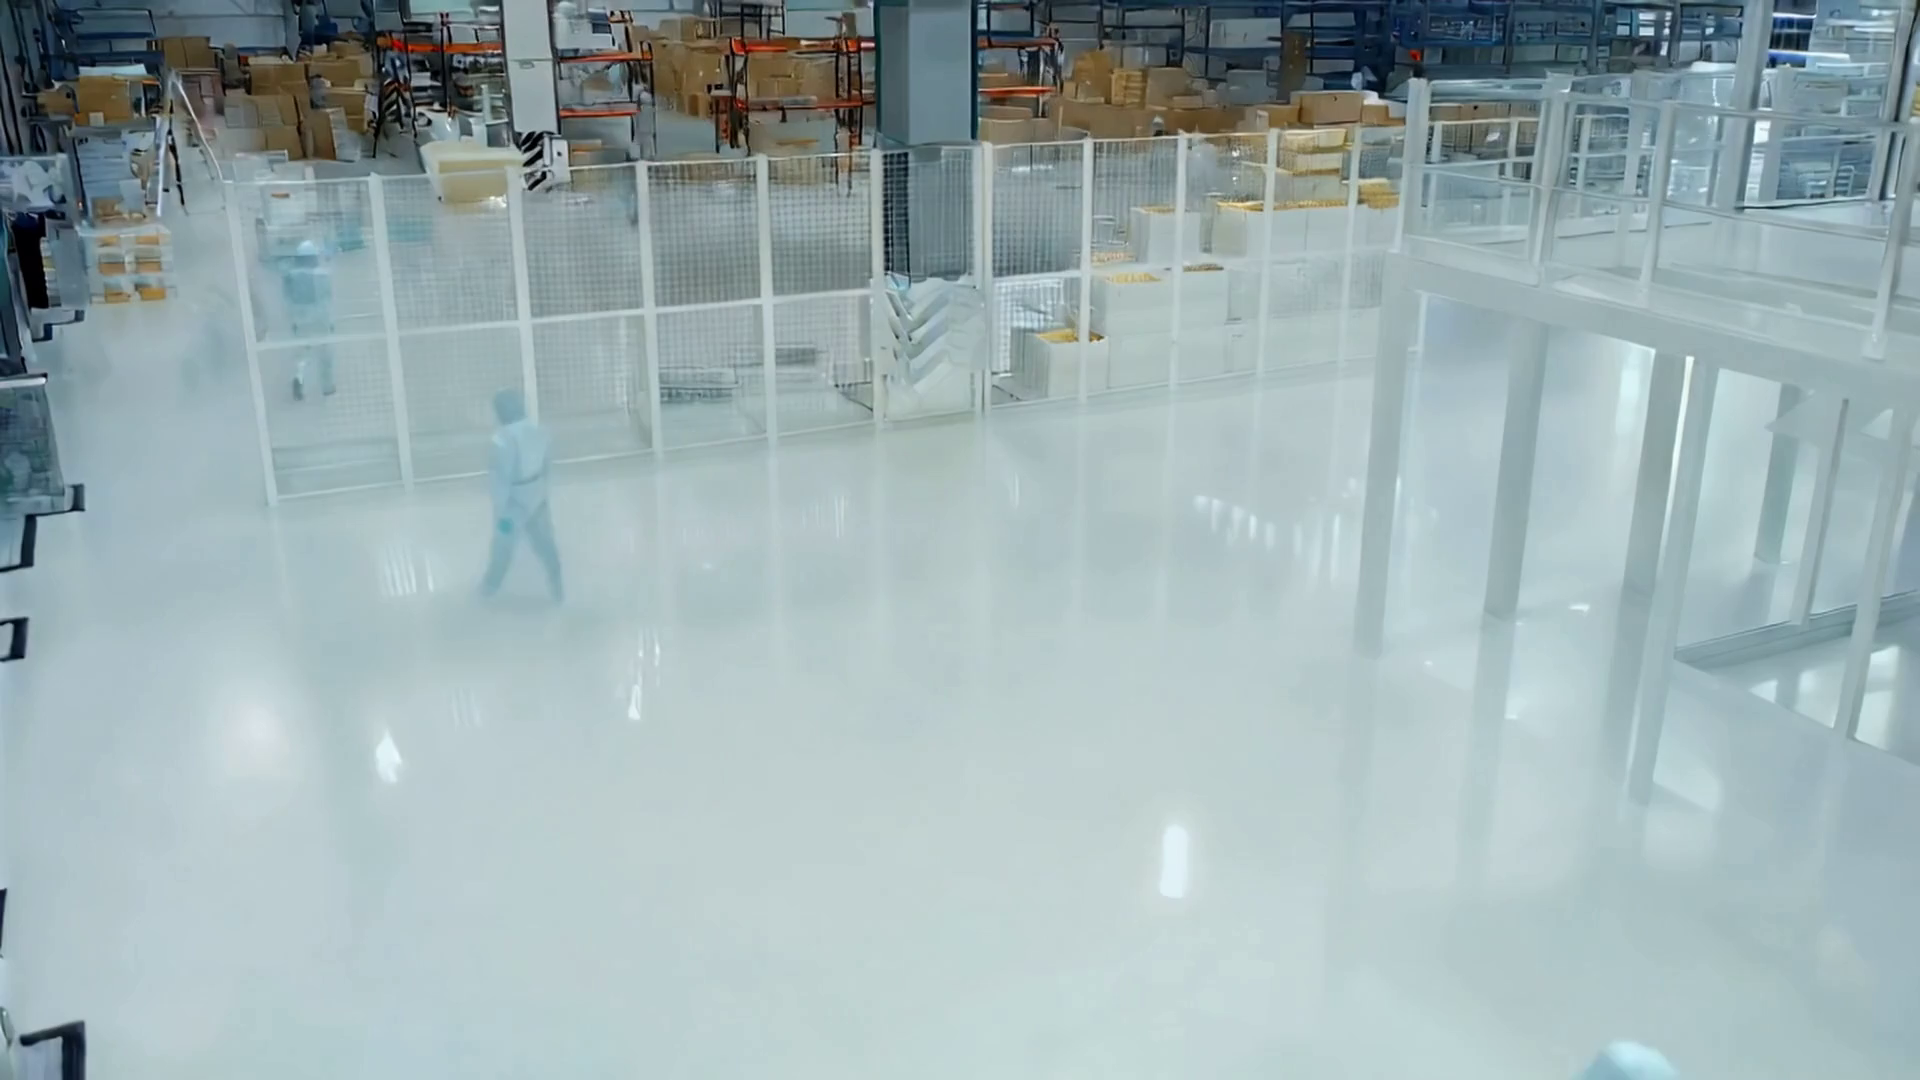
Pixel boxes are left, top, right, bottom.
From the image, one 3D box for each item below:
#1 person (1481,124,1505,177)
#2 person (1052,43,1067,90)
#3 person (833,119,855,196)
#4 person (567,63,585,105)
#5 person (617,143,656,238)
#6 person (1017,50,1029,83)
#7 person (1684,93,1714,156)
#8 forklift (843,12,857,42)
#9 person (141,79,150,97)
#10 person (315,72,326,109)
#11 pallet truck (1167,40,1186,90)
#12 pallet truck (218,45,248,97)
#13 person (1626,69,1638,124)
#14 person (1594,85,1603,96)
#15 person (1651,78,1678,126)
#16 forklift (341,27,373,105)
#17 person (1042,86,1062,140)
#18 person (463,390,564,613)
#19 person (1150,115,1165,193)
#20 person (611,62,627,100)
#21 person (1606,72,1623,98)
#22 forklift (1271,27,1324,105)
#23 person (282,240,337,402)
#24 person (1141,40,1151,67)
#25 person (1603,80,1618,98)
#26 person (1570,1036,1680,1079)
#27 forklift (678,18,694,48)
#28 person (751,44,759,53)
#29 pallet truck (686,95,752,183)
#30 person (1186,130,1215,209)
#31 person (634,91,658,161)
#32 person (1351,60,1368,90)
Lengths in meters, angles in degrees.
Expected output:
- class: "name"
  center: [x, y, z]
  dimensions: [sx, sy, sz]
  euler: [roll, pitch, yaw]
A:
- class: "person"
  center: [10.777, -7.455, 33.727]
  dimensions: [0.413, 1.919, 0.577]
  euler: [-15, 24, -36]
- class: "person"
  center: [4.194, -19.885, 69.803]
  dimensions: [0.598, 1.898, 0.720]
  euler: [-14, 24, -35]
- class: "person"
  center: [-2.607, -8.604, 37.415]
  dimensions: [0.534, 1.692, 0.321]
  euler: [5, 20, 15]
- class: "person"
  center: [-13.616, -16.135, 59.004]
  dimensions: [0.746, 1.861, 0.593]
  euler: [14, 23, 34]
- class: "person"
  center: [-6.065, -6.550, 31.296]
  dimensions: [0.938, 1.789, 0.636]
  euler: [18, 26, 42]
- class: "person"
  center: [2.791, -21.114, 73.775]
  dimensions: [0.531, 1.629, 0.385]
  euler: [8, 20, 21]
- class: "person"
  center: [20.191, -11.325, 45.316]
  dimensions: [0.694, 1.674, 0.537]
  euler: [13, 23, 34]
- class: "forklift"
  center: [-5.283, -24.059, 80.411]
  dimensions: [1.873, 2.768, 1.129]
  euler: [-9, 21, -25]
- class: "person"
  center: [-25.086, -13.431, 51.494]
  dimensions: [0.514, 1.634, 0.313]
  euler: [9, 21, 25]
- class: "person"
  center: [-19.602, -13.389, 50.996]
  dimensions: [0.510, 1.887, 0.633]
  euler: [-2, 19, -6]
- class: "pallet truck"
  center: [9.045, -19.971, 69.895]
  dimensions: [0.823, 1.965, 1.885]
  euler: [-3, 19, -8]
- class: "pallet truck"
  center: [-28.879, -18.665, 66.111]
  dimensions: [0.823, 1.965, 1.885]
  euler: [-3, 19, -9]
- class: "person"
  center: [22.128, -14.582, 54.640]
  dimensions: [0.355, 1.755, 0.518]
  euler: [9, 21, 25]
- class: "person"
  center: [17.463, -11.632, 45.952]
  dimensions: [0.732, 1.852, 0.530]
  euler: [17, 25, 41]
- class: "person"
  center: [20.086, -12.187, 47.428]
  dimensions: [0.625, 1.944, 1.031]
  euler: [0, 19, 0]
- class: "forklift"
  center: [-22.273, -17.348, 60.959]
  dimensions: [1.873, 2.768, 1.129]
  euler: [-9, 21, -25]
- class: "person"
  center: [2.499, -11.516, 45.638]
  dimensions: [0.557, 1.825, 0.932]
  euler: [-2, 19, -6]
- class: "person"
  center: [-3.577, -0.315, 13.212]
  dimensions: [0.917, 1.799, 0.655]
  euler: [10, 21, 27]
- class: "person"
  center: [4.499, -8.783, 37.847]
  dimensions: [0.302, 1.745, 0.483]
  euler: [3, 19, 10]
- class: "person"
  center: [-12.340, -16.594, 60.211]
  dimensions: [0.573, 1.926, 0.504]
  euler: [-17, 25, -41]
- class: "person"
  center: [20.975, -14.152, 53.447]
  dimensions: [0.537, 1.722, 0.905]
  euler: [10, 21, 26]
- class: "forklift"
  center: [12.239, -17.187, 60.491]
  dimensions: [1.873, 2.768, 1.129]
  euler: [-9, 21, -25]
- class: "person"
  center: [-7.661, -2.557, 19.560]
  dimensions: [0.593, 1.902, 0.692]
  euler: [0, 19, 1]
- class: "person"
  center: [8.264, -21.299, 73.984]
  dimensions: [0.429, 1.839, 0.633]
  euler: [9, 21, 23]
- class: "person"
  center: [18.815, -12.507, 48.307]
  dimensions: [0.369, 1.965, 0.609]
  euler: [-3, 19, -8]
- class: "person"
  center: [1.979, 2.389, 5.098]
  dimensions: [0.423, 1.981, 0.644]
  euler: [17, 26, 41]
- class: "forklift"
  center: [-11.816, -21.177, 72.058]
  dimensions: [1.873, 2.768, 1.129]
  euler: [-9, 21, -25]
- class: "person"
  center: [-8.332, -19.403, 68.358]
  dimensions: [0.626, 1.927, 0.427]
  euler: [-5, 20, -14]
- class: "pallet truck"
  center: [-5.836, -9.608, 39.856]
  dimensions: [0.823, 1.965, 1.885]
  euler: [10, 22, 27]
- class: "person"
  center: [4.728, -7.184, 33.039]
  dimensions: [1.059, 1.855, 0.637]
  euler: [14, 23, 35]
- class: "person"
  center: [-8.127, -10.626, 42.930]
  dimensions: [0.612, 1.910, 0.561]
  euler: [9, 21, 25]
- class: "person"
  center: [13.042, -14.628, 54.343]
  dimensions: [0.537, 2.000, 0.682]
  euler: [5, 20, 13]
